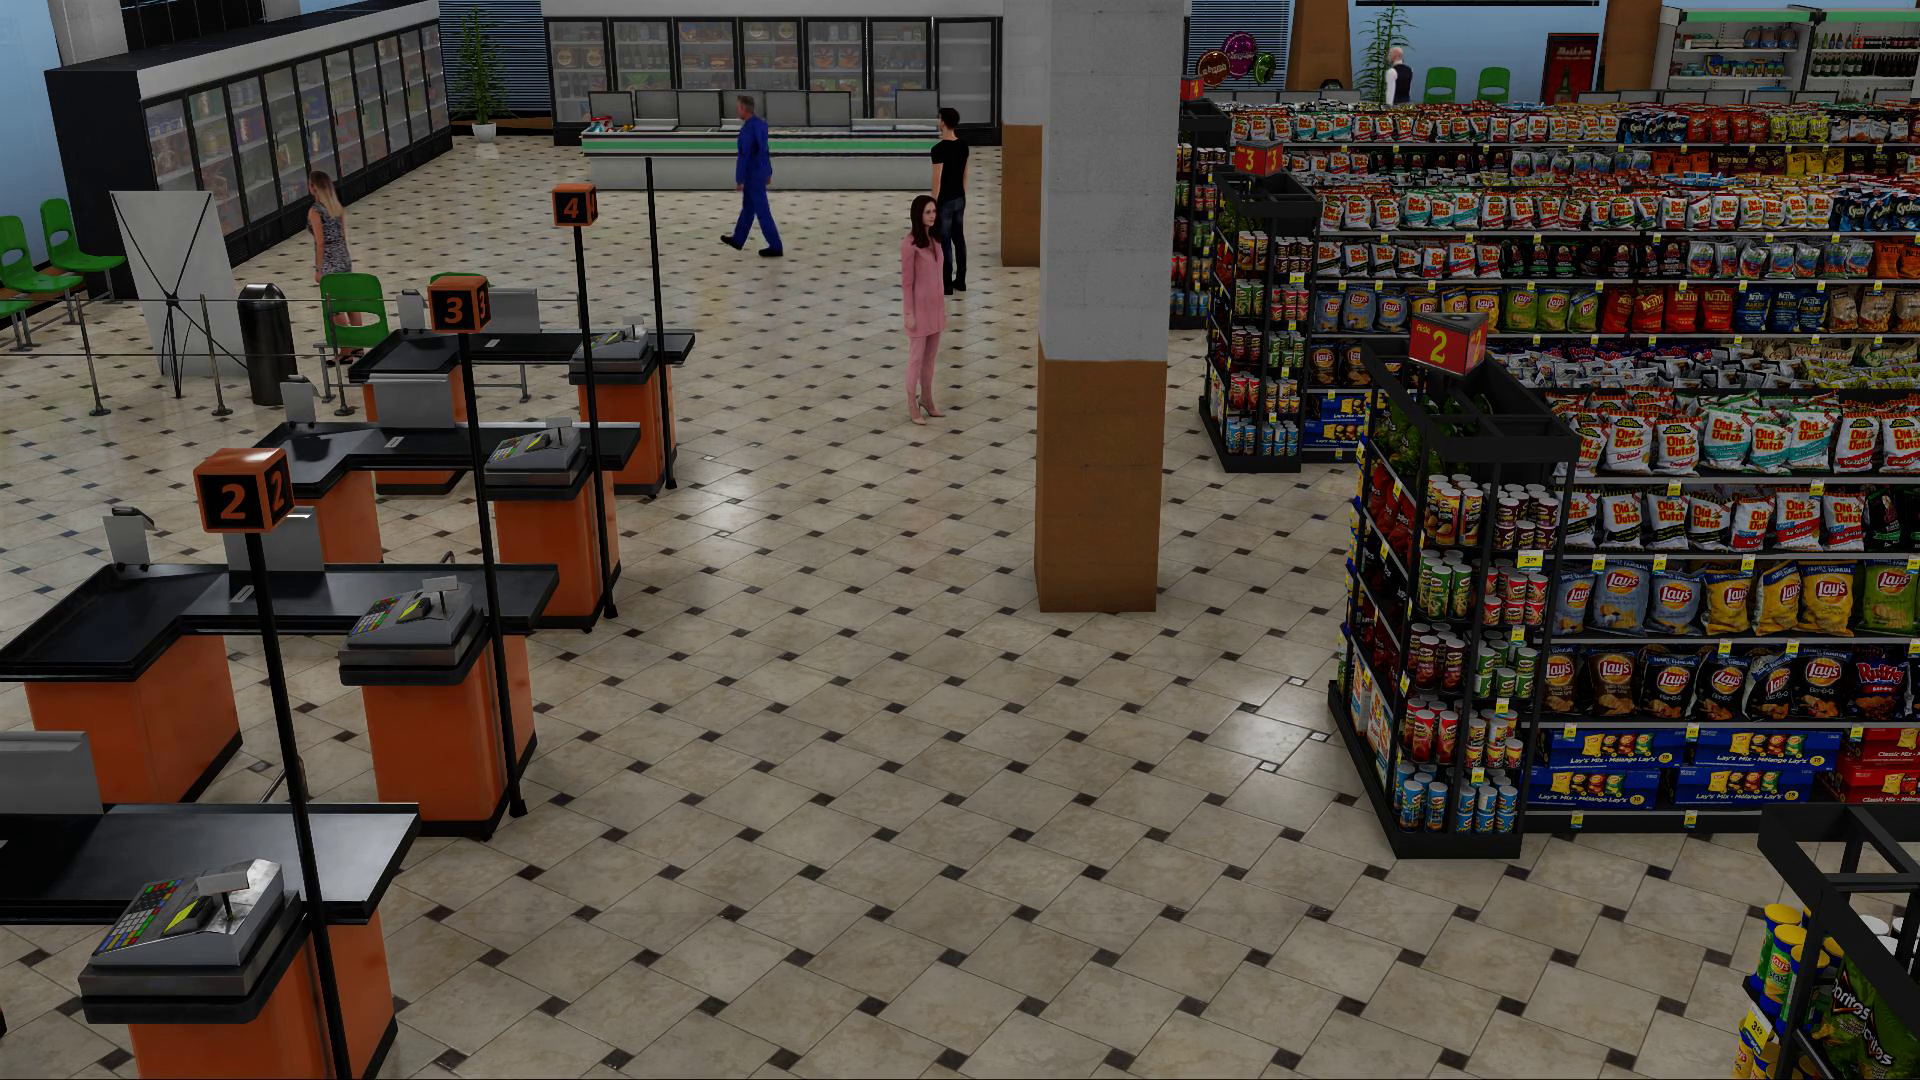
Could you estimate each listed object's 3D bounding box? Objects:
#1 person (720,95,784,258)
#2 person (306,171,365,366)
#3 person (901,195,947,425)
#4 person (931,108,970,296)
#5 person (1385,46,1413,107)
[{"bbox_3d":[-2.224,-4.080,18.789,1.167,1.794,0.931,6,23,15],"label":"person"},{"bbox_3d":[-5.559,-2.420,14.779,0.594,1.703,0.620,7,23,16],"label":"person"},{"bbox_3d":[-0.291,-1.828,13.172,0.717,1.803,0.691,16,27,34],"label":"person"},{"bbox_3d":[-0.103,-3.509,17.228,0.806,1.897,0.753,19,29,39],"label":"person"},{"bbox_3d":[6.335,-6.128,23.896,1.204,1.786,1.191,-14,26,-31],"label":"person"}]
